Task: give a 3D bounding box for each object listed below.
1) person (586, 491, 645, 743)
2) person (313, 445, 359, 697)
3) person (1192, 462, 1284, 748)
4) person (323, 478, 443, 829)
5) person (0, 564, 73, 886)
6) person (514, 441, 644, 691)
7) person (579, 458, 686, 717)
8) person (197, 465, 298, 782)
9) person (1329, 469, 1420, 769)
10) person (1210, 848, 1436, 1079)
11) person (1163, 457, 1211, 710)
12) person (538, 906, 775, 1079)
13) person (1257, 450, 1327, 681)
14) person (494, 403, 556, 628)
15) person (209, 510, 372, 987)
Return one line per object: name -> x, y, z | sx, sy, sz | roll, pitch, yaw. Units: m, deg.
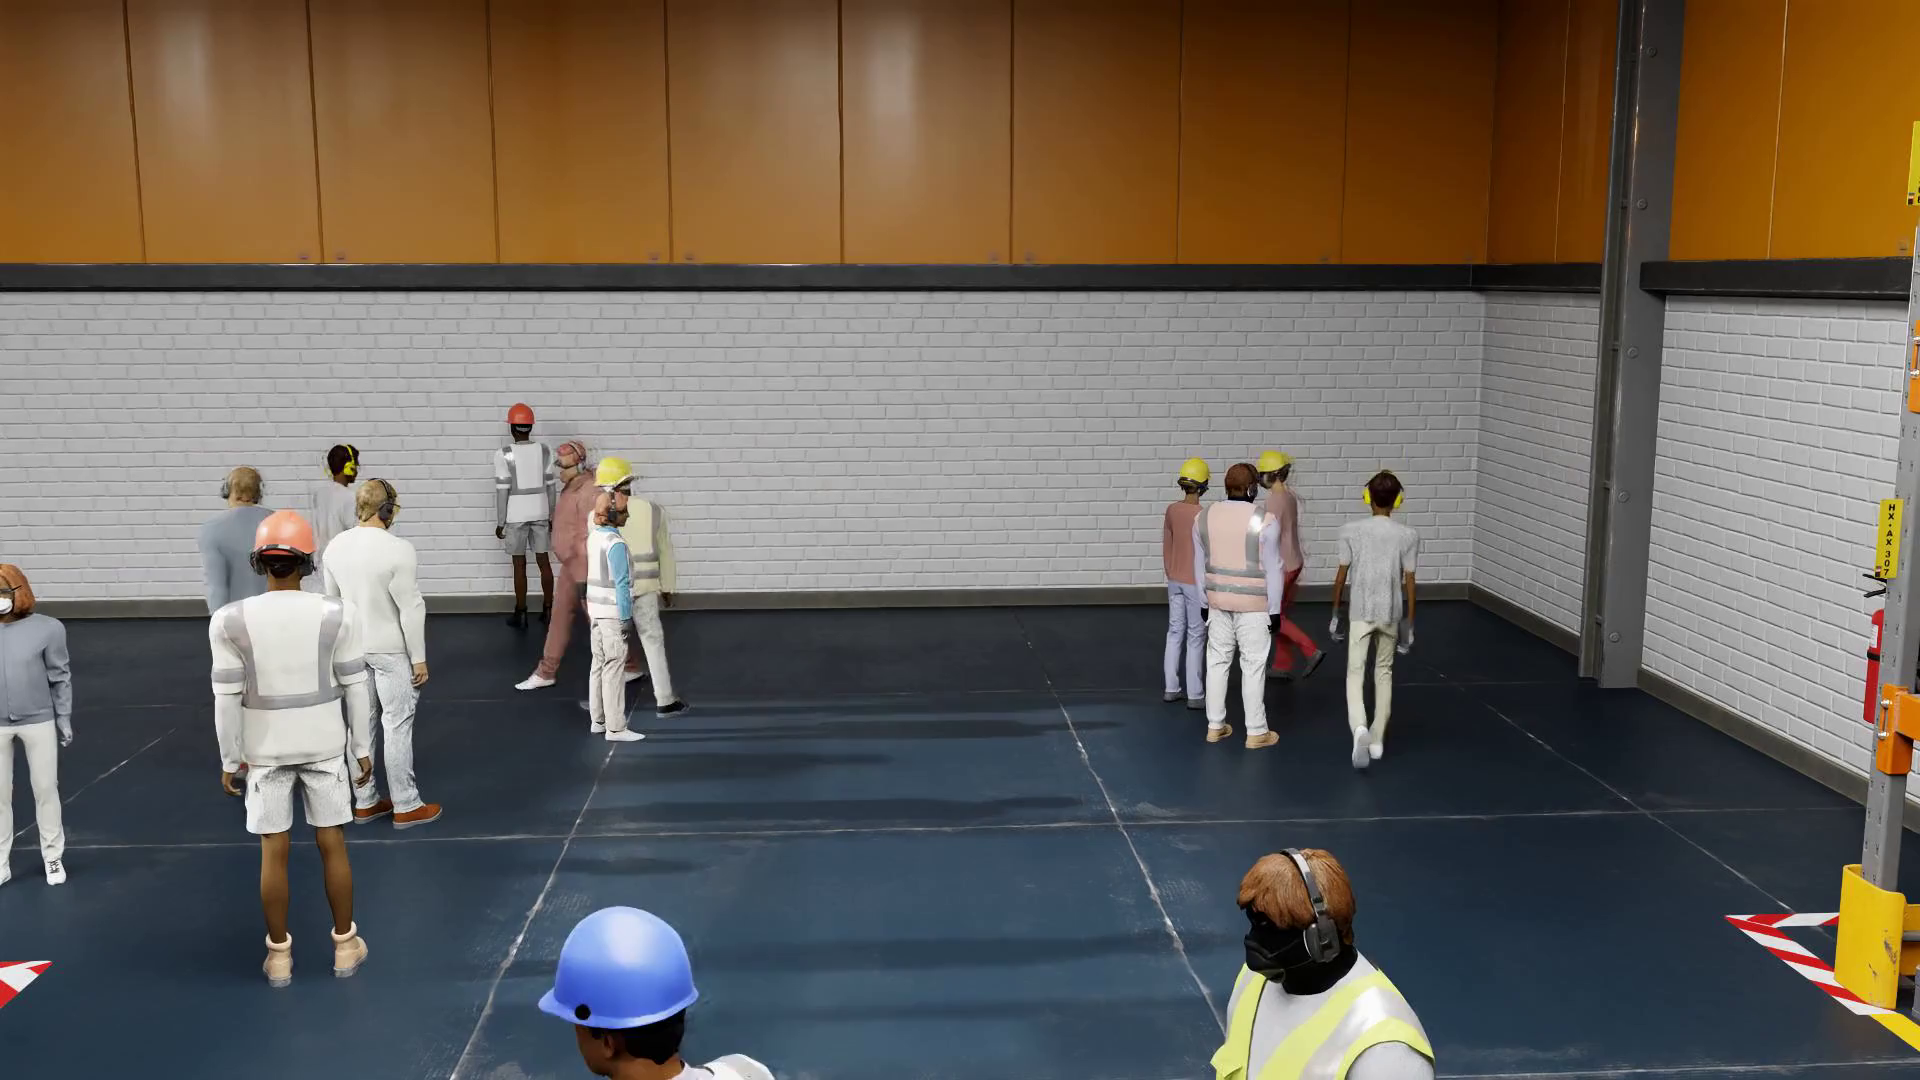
person -> -2.274, 0.497, 10.859 | 0.311, 1.636, 0.522 | -6, 11, -32
person -> -4.396, 0.219, 12.053 | 0.531, 1.810, 0.993 | 6, 11, 31
person -> 1.808, 0.417, 10.724 | 0.623, 1.844, 0.429 | 7, 11, 37
person -> -3.180, 0.623, 9.143 | 0.628, 1.935, 0.373 | 4, 10, 24
person -> -4.658, 0.918, 8.221 | 0.501, 1.633, 0.285 | -3, 10, -19
person -> -2.772, 0.197, 12.148 | 0.937, 1.860, 0.704 | -4, 10, -25
person -> -2.265, 0.331, 11.480 | 0.627, 1.788, 0.652 | -7, 11, -36
person -> -4.230, 0.505, 9.988 | 0.729, 1.892, 0.646 | 8, 12, 40
person -> 2.551, 0.495, 10.245 | 0.515, 1.845, 0.729 | 1, 9, 8
person -> 0.748, 1.556, 3.625 | 0.429, 1.830, 0.633 | -3, 10, -18
person -> 1.630, 0.303, 11.660 | 0.296, 1.772, 0.533 | -5, 11, -31
person -> -0.634, 1.590, 3.104 | 0.714, 1.925, 0.622 | 6, 11, 33
person -> 2.419, 0.206, 12.326 | 0.544, 1.742, 0.551 | 5, 10, 27
person -> -3.755, -0.212, 14.365 | 0.543, 1.940, 0.361 | -6, 11, -35
person -> -2.855, 0.886, 7.147 | 0.614, 2.040, 0.391 | -3, 10, -19
